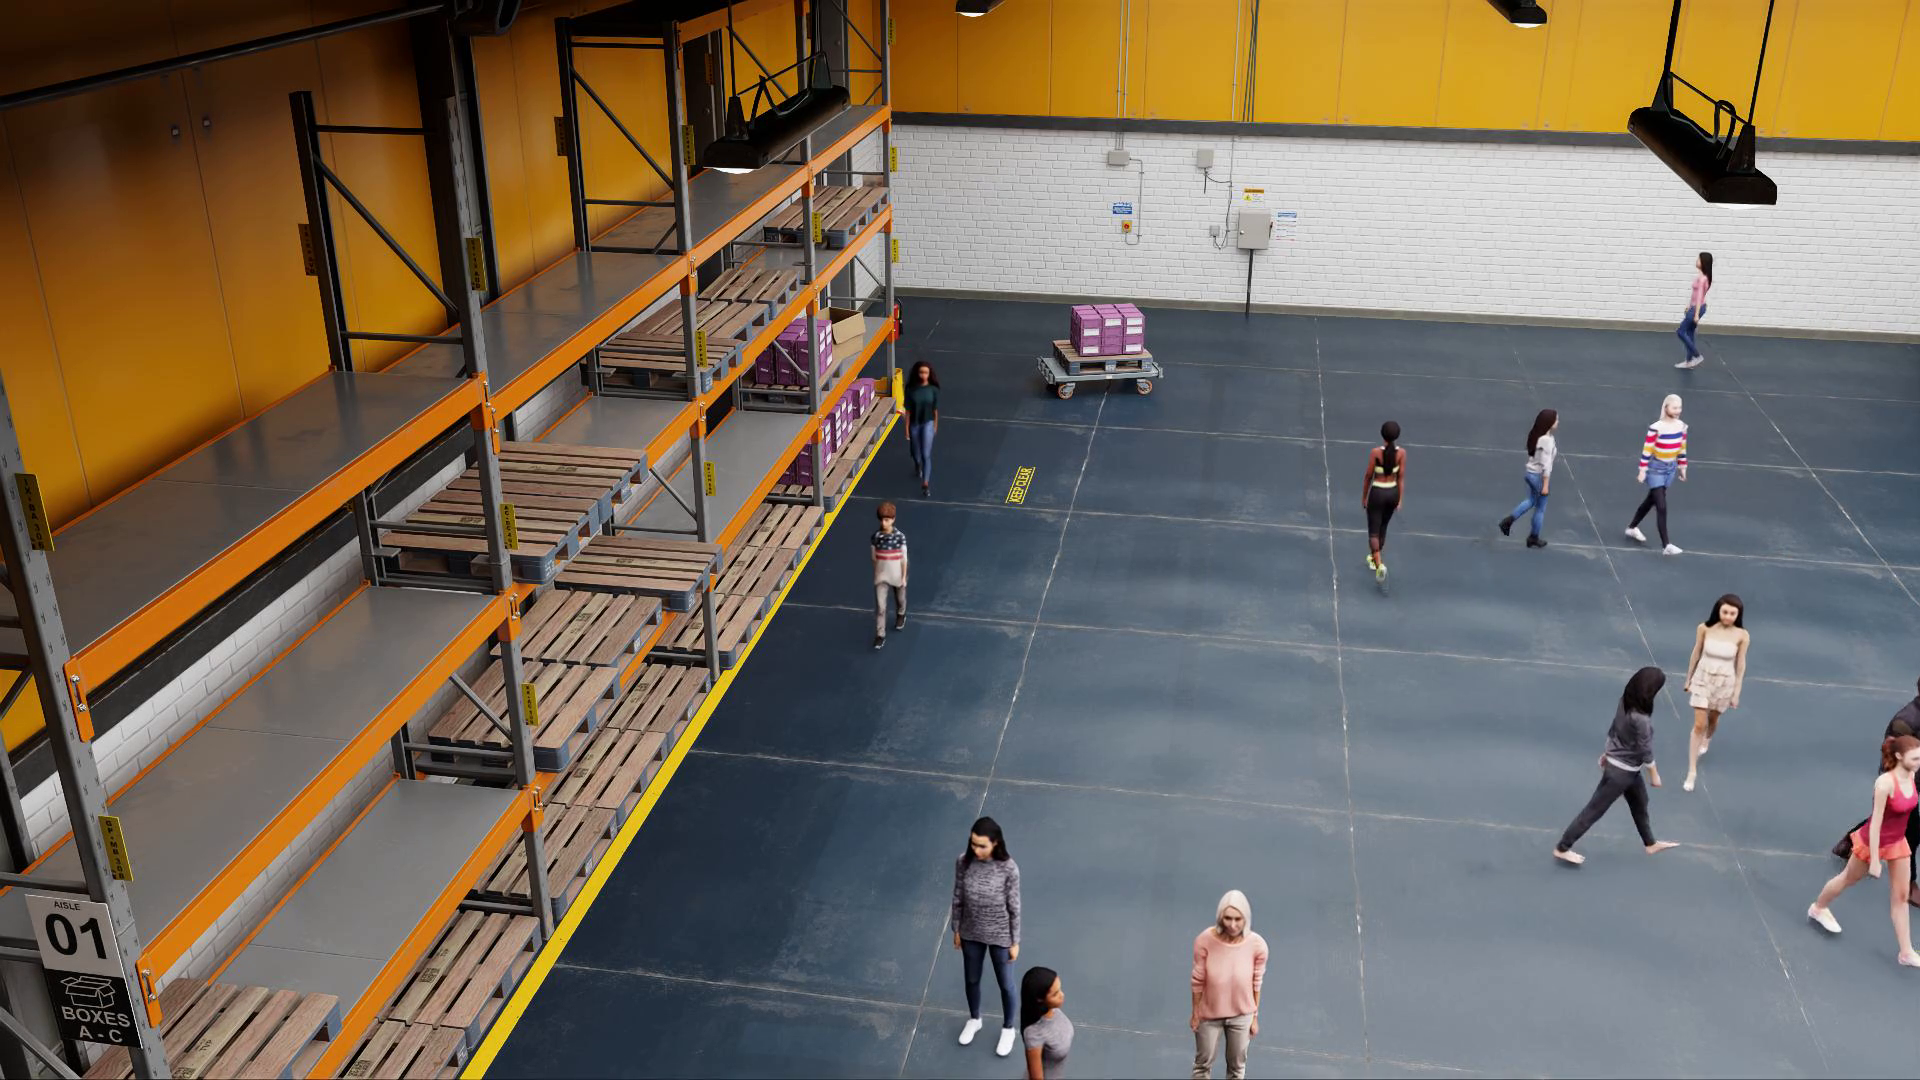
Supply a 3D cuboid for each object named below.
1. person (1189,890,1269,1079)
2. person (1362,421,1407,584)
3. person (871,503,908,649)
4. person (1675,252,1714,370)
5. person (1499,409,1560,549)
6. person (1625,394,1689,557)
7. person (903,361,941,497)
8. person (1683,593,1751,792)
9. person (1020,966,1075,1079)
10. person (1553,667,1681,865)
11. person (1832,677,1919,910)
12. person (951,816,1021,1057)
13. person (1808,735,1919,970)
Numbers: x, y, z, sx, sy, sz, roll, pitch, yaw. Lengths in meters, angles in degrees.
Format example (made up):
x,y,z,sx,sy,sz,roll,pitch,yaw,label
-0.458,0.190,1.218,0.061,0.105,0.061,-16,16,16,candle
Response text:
x,y,z,sx,sy,sz,roll,pitch,yaw,label
1.610,2.853,10.090,0.622,1.725,0.555,1,24,3,person
4.464,-0.385,17.490,0.692,1.732,1.086,0,24,0,person
-0.665,0.298,16.333,0.557,1.407,0.970,3,24,6,person
10.798,-3.323,24.214,0.725,1.730,0.670,11,26,23,person
6.276,-0.672,18.289,0.815,1.617,0.814,-3,24,-6,person
7.648,-0.750,18.290,1.028,1.759,1.202,-10,25,-21,person
-0.473,-1.381,19.948,0.704,1.588,1.094,0,24,0,person
6.315,1.212,13.888,0.807,1.691,1.124,12,26,26,person
0.442,3.148,9.346,0.646,1.781,0.463,5,24,12,person
4.918,1.762,12.607,0.703,1.709,1.138,1,24,3,person
6.995,1.789,12.427,1.129,1.802,1.180,-17,29,-34,person
0.188,2.537,10.805,0.650,1.731,0.578,8,25,18,person
6.438,2.132,11.769,1.046,1.702,1.201,-12,26,-25,person
